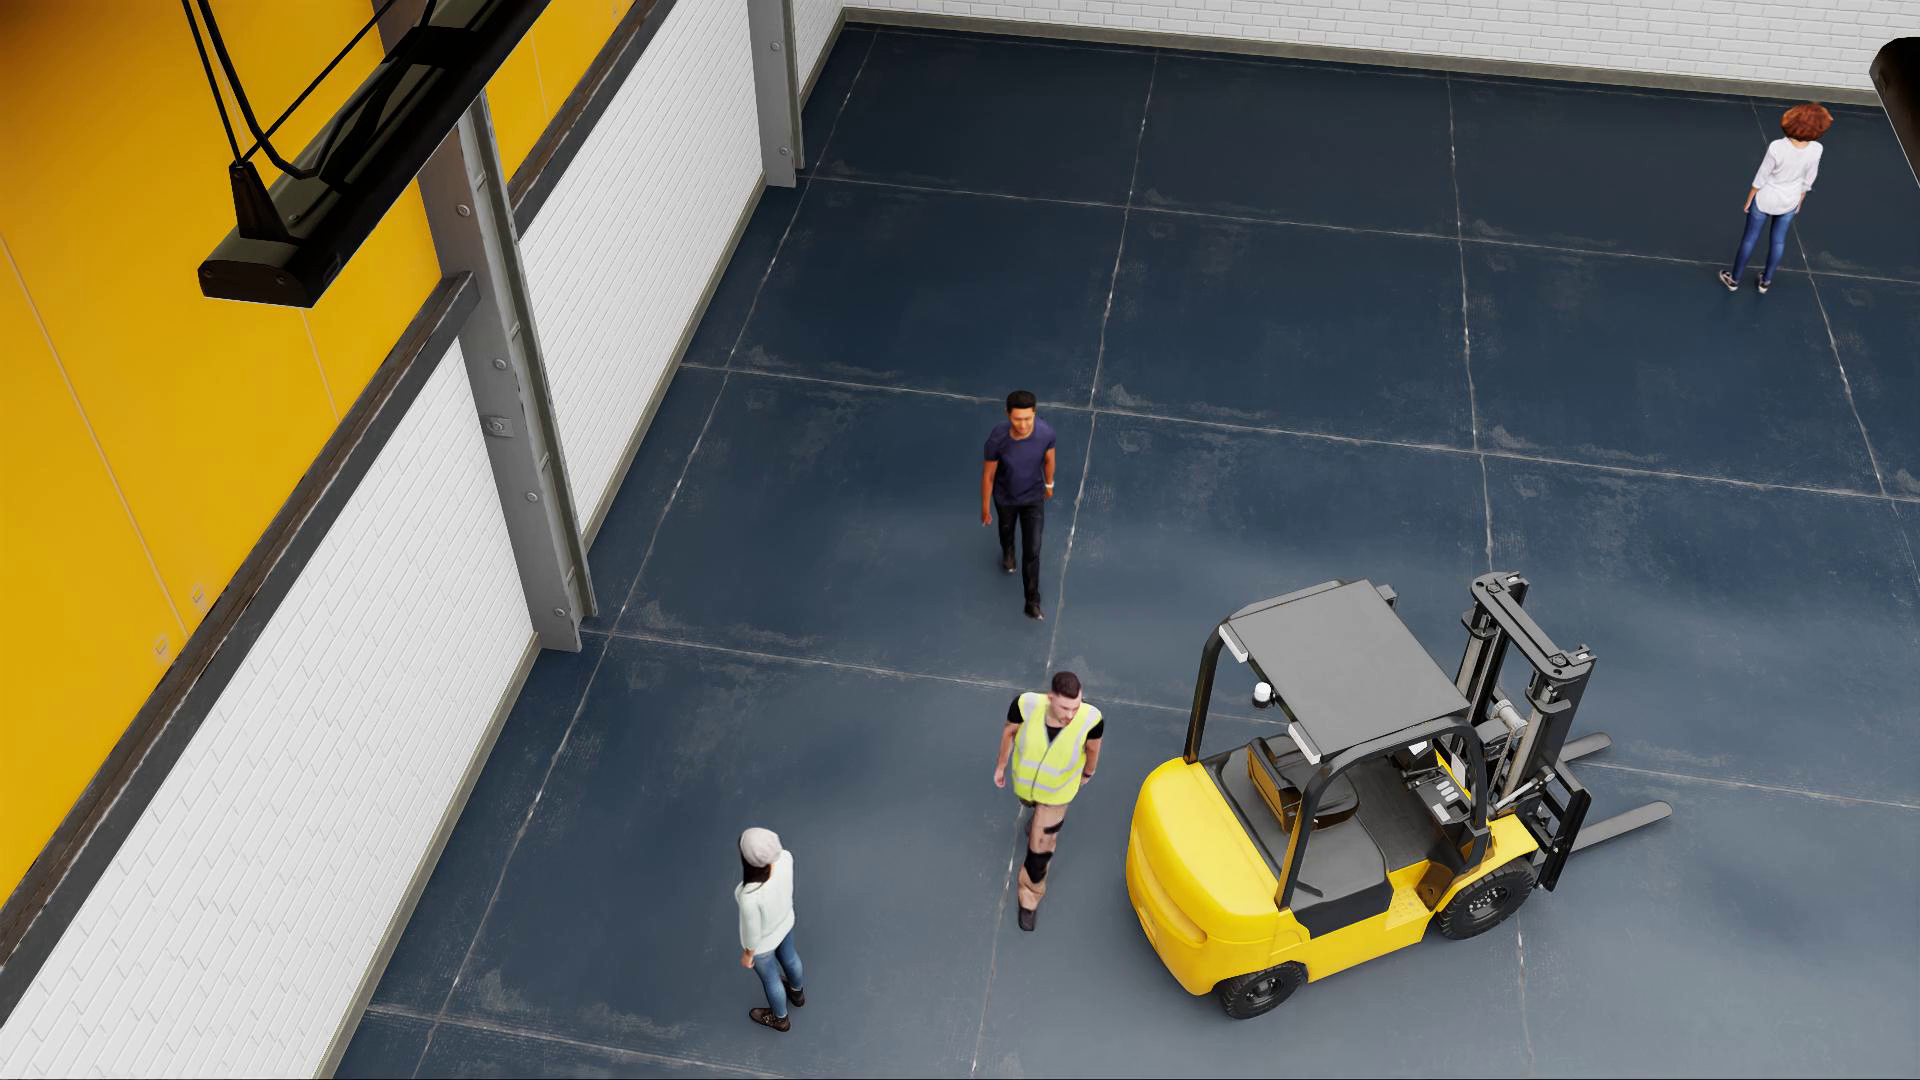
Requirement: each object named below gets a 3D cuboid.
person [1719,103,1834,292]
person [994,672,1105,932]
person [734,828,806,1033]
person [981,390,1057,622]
[{"bbox_3d":[6.823,-2.853,13.882,0.624,1.713,0.582,7,44,7],"label":"person"},{"bbox_3d":[0.494,1.297,9.468,0.871,1.791,1.241,17,46,17],"label":"person"},{"bbox_3d":[-1.012,2.044,8.791,0.693,1.645,0.535,21,47,20],"label":"person"},{"bbox_3d":[0.382,-0.363,11.248,0.885,1.740,1.194,-4,44,-5],"label":"person"}]
